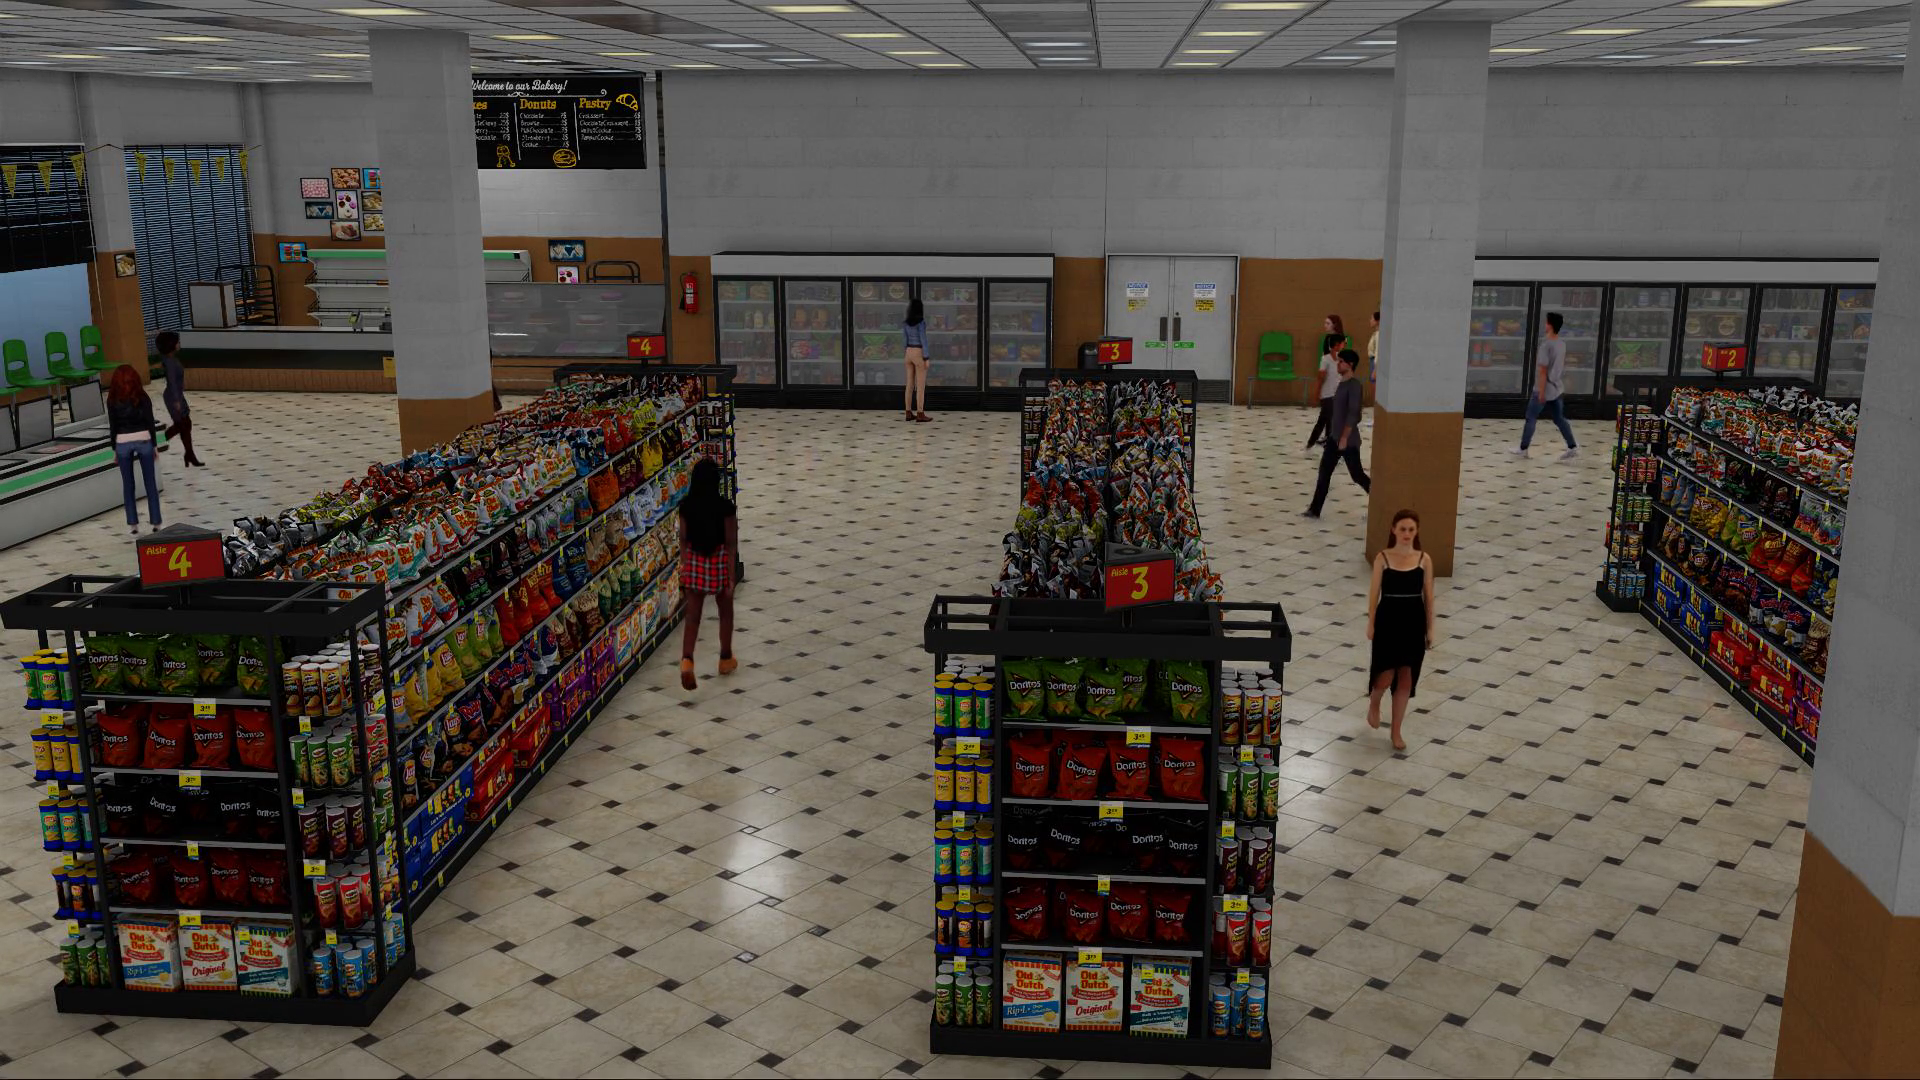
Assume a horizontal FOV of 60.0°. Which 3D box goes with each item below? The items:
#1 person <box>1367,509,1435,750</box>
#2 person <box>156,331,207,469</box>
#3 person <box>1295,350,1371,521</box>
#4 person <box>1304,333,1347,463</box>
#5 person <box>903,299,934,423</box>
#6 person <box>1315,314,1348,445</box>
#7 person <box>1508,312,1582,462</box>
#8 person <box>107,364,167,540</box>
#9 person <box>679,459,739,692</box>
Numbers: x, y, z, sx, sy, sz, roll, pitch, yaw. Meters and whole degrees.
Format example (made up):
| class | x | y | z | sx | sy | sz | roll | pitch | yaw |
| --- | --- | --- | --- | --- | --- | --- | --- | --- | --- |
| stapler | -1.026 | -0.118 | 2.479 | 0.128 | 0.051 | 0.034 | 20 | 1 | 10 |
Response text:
| class | x | y | z | sx | sy | sz | roll | pitch | yaw |
| --- | --- | --- | --- | --- | --- | --- | --- | --- | --- |
| person | 2.965 | 0.577 | 11.240 | 0.578 | 1.615 | 0.723 | 1 | 14 | 3 |
| person | -9.705 | -1.696 | 20.438 | 0.903 | 1.695 | 0.936 | -5 | 14 | -19 |
| person | 4.171 | -1.069 | 17.606 | 0.987 | 1.813 | 1.222 | -3 | 14 | -11 |
| person | 4.605 | -1.787 | 21.049 | 1.076 | 1.585 | 1.129 | -11 | 17 | -38 |
| person | -0.641 | -2.595 | 23.983 | 0.706 | 1.772 | 0.749 | 12 | 18 | 41 |
| person | 4.927 | -2.109 | 22.006 | 0.717 | 1.760 | 0.554 | -4 | 14 | -15 |
| person | 7.473 | -1.876 | 20.862 | 1.194 | 1.847 | 1.270 | -11 | 17 | -37 |
| person | -8.445 | -0.912 | 17.013 | 0.656 | 1.787 | 0.659 | -5 | 15 | -21 |
| person | -1.875 | 0.286 | 12.277 | 0.610 | 1.690 | 1.152 | 1 | 14 | 5 |
